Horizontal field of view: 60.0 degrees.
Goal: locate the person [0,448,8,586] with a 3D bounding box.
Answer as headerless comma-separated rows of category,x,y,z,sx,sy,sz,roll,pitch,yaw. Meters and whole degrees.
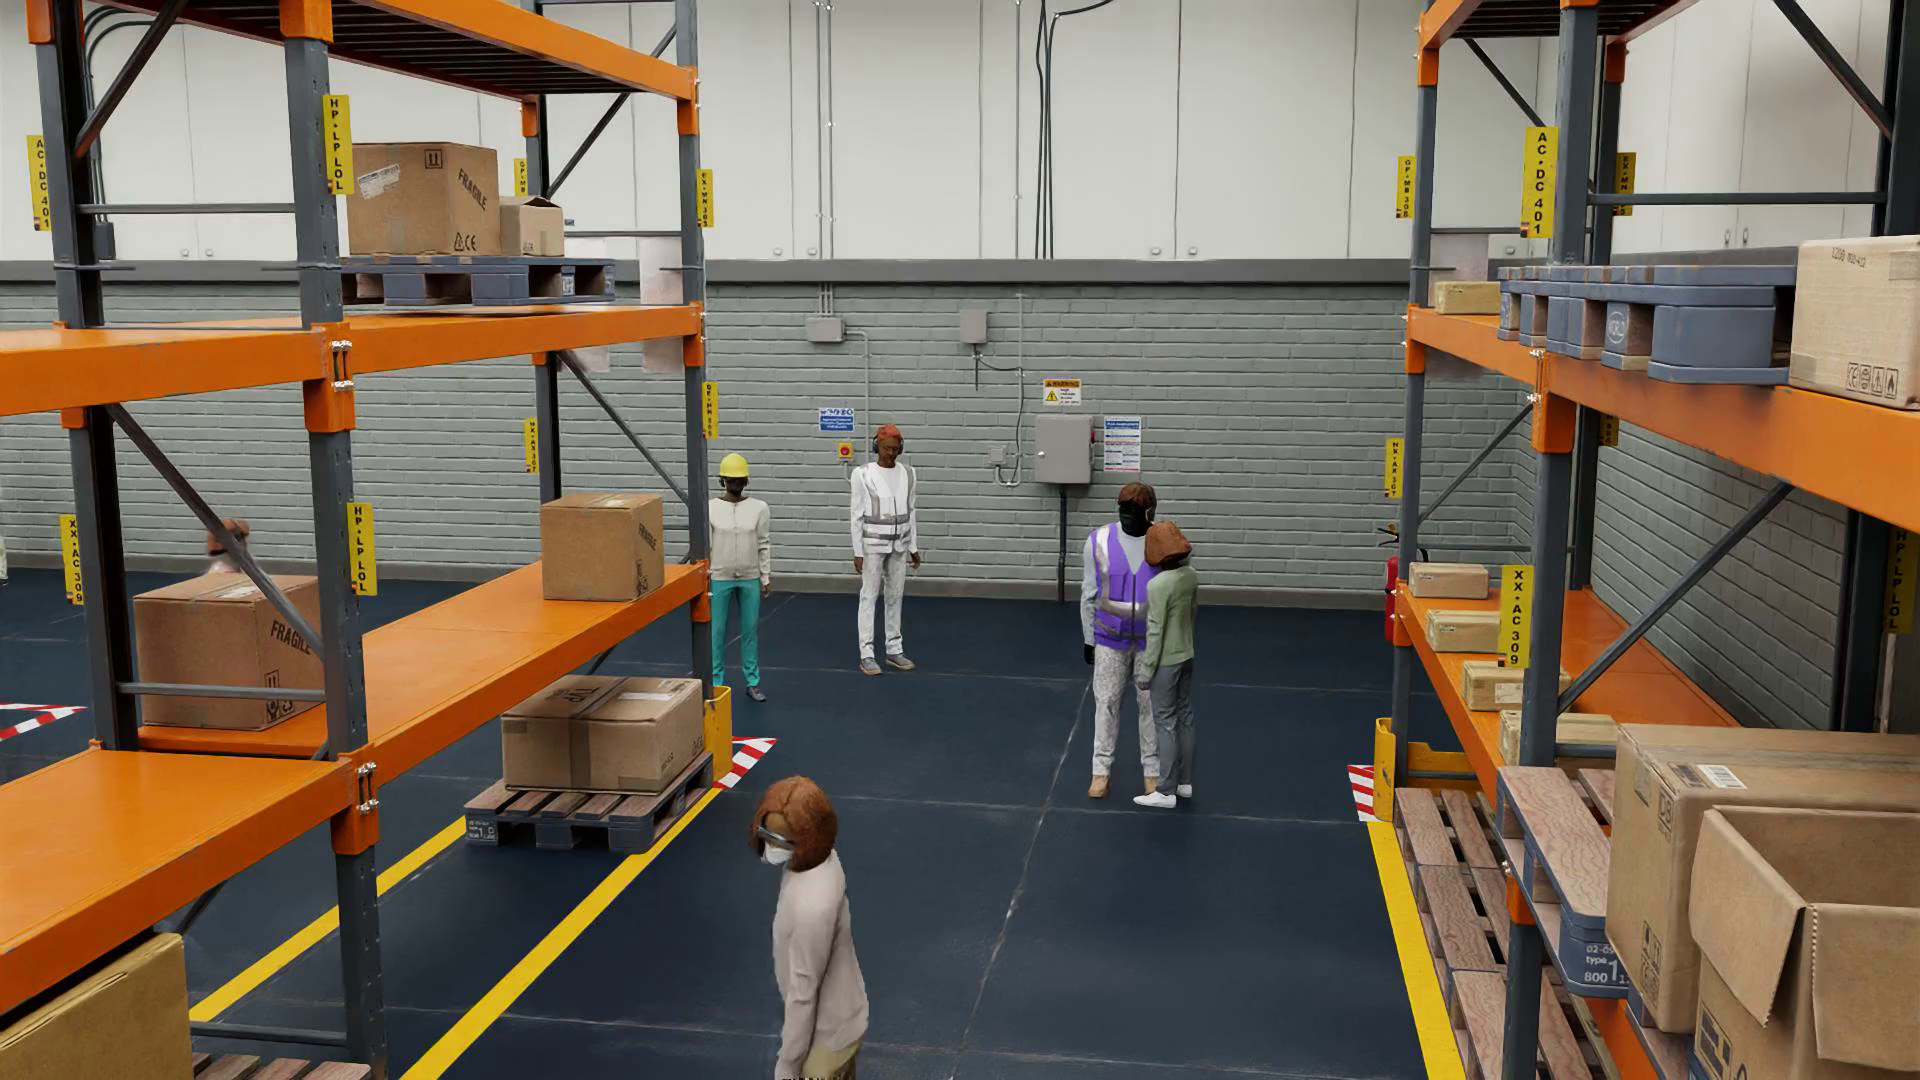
person,-9.432,-0.406,15.937,0.574,1.738,0.352,3,10,20

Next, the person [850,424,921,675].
person,-0.562,0.065,12.570,0.573,1.886,0.353,-6,11,-34

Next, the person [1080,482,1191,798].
person,1.002,0.577,9.560,0.624,1.841,0.430,1,9,7

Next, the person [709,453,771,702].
person,-1.577,0.272,11.657,0.525,1.772,0.304,-3,10,-20

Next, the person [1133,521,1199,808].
person,1.174,0.700,9.432,0.279,1.633,0.498,6,11,35

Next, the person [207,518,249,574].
person,-4.208,0.689,9.605,0.318,1.610,0.627,-3,10,-17

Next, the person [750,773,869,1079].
person,-0.446,1.445,4.890,0.367,1.615,0.529,0,9,3
